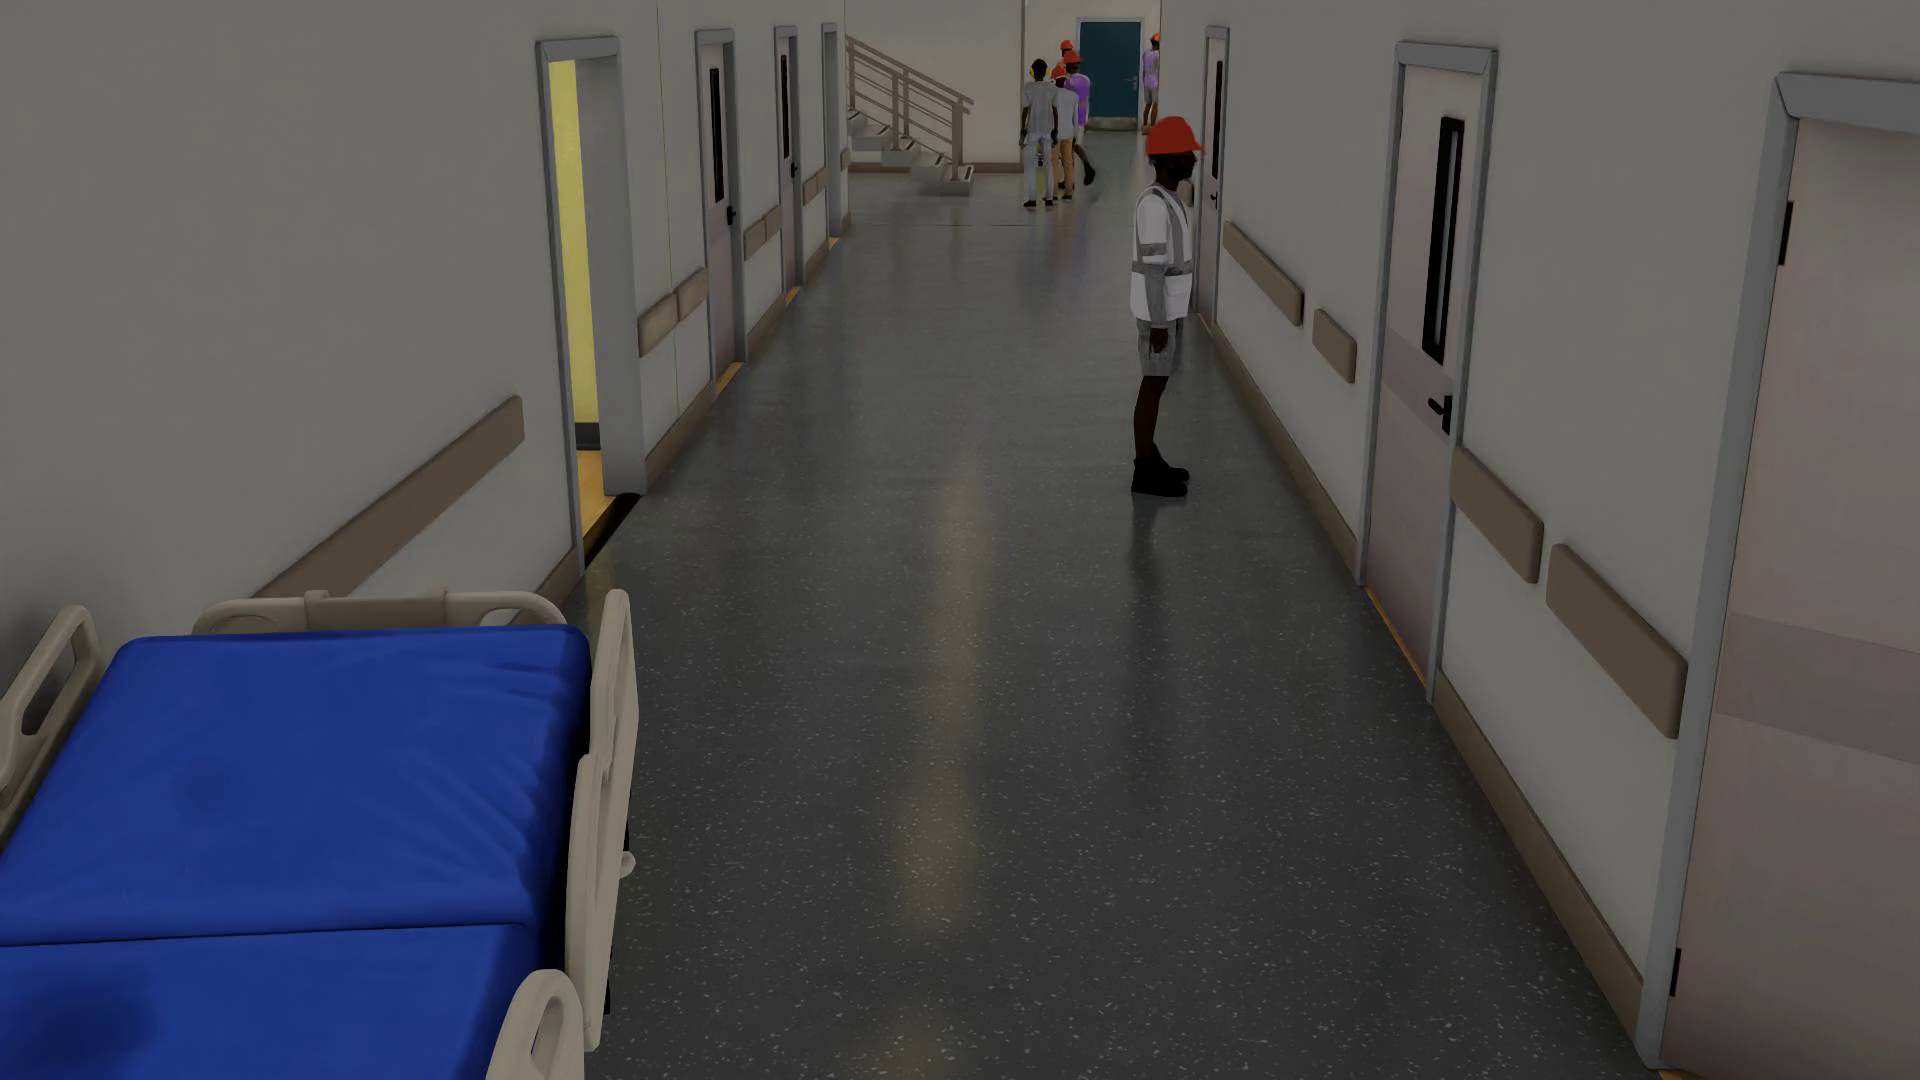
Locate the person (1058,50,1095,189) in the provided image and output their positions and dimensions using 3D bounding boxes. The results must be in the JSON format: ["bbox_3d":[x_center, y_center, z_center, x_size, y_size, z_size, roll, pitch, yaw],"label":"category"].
[{"bbox_3d":[1.622,-5.928,23.506,0.572,1.925,0.556,-15,23,-39],"label":"person"}]

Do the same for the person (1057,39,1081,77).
[{"bbox_3d":[1.992,-8.374,31.179,0.542,1.938,0.357,-14,22,-37],"label":"person"}]

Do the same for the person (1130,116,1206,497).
[{"bbox_3d":[1.061,-1.202,8.636,0.348,1.942,0.548,4,18,11],"label":"person"}]

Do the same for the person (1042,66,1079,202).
[{"bbox_3d":[1.307,-5.390,22.097,0.560,1.753,0.327,-10,20,-28],"label":"person"}]

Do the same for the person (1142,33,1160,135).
[{"bbox_3d":[3.949,-9.237,33.745,0.404,2.030,0.613,-11,21,-32],"label":"person"}]

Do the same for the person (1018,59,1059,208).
[{"bbox_3d":[1.012,-5.214,21.365,0.534,1.864,0.309,-4,18,-13],"label":"person"}]
